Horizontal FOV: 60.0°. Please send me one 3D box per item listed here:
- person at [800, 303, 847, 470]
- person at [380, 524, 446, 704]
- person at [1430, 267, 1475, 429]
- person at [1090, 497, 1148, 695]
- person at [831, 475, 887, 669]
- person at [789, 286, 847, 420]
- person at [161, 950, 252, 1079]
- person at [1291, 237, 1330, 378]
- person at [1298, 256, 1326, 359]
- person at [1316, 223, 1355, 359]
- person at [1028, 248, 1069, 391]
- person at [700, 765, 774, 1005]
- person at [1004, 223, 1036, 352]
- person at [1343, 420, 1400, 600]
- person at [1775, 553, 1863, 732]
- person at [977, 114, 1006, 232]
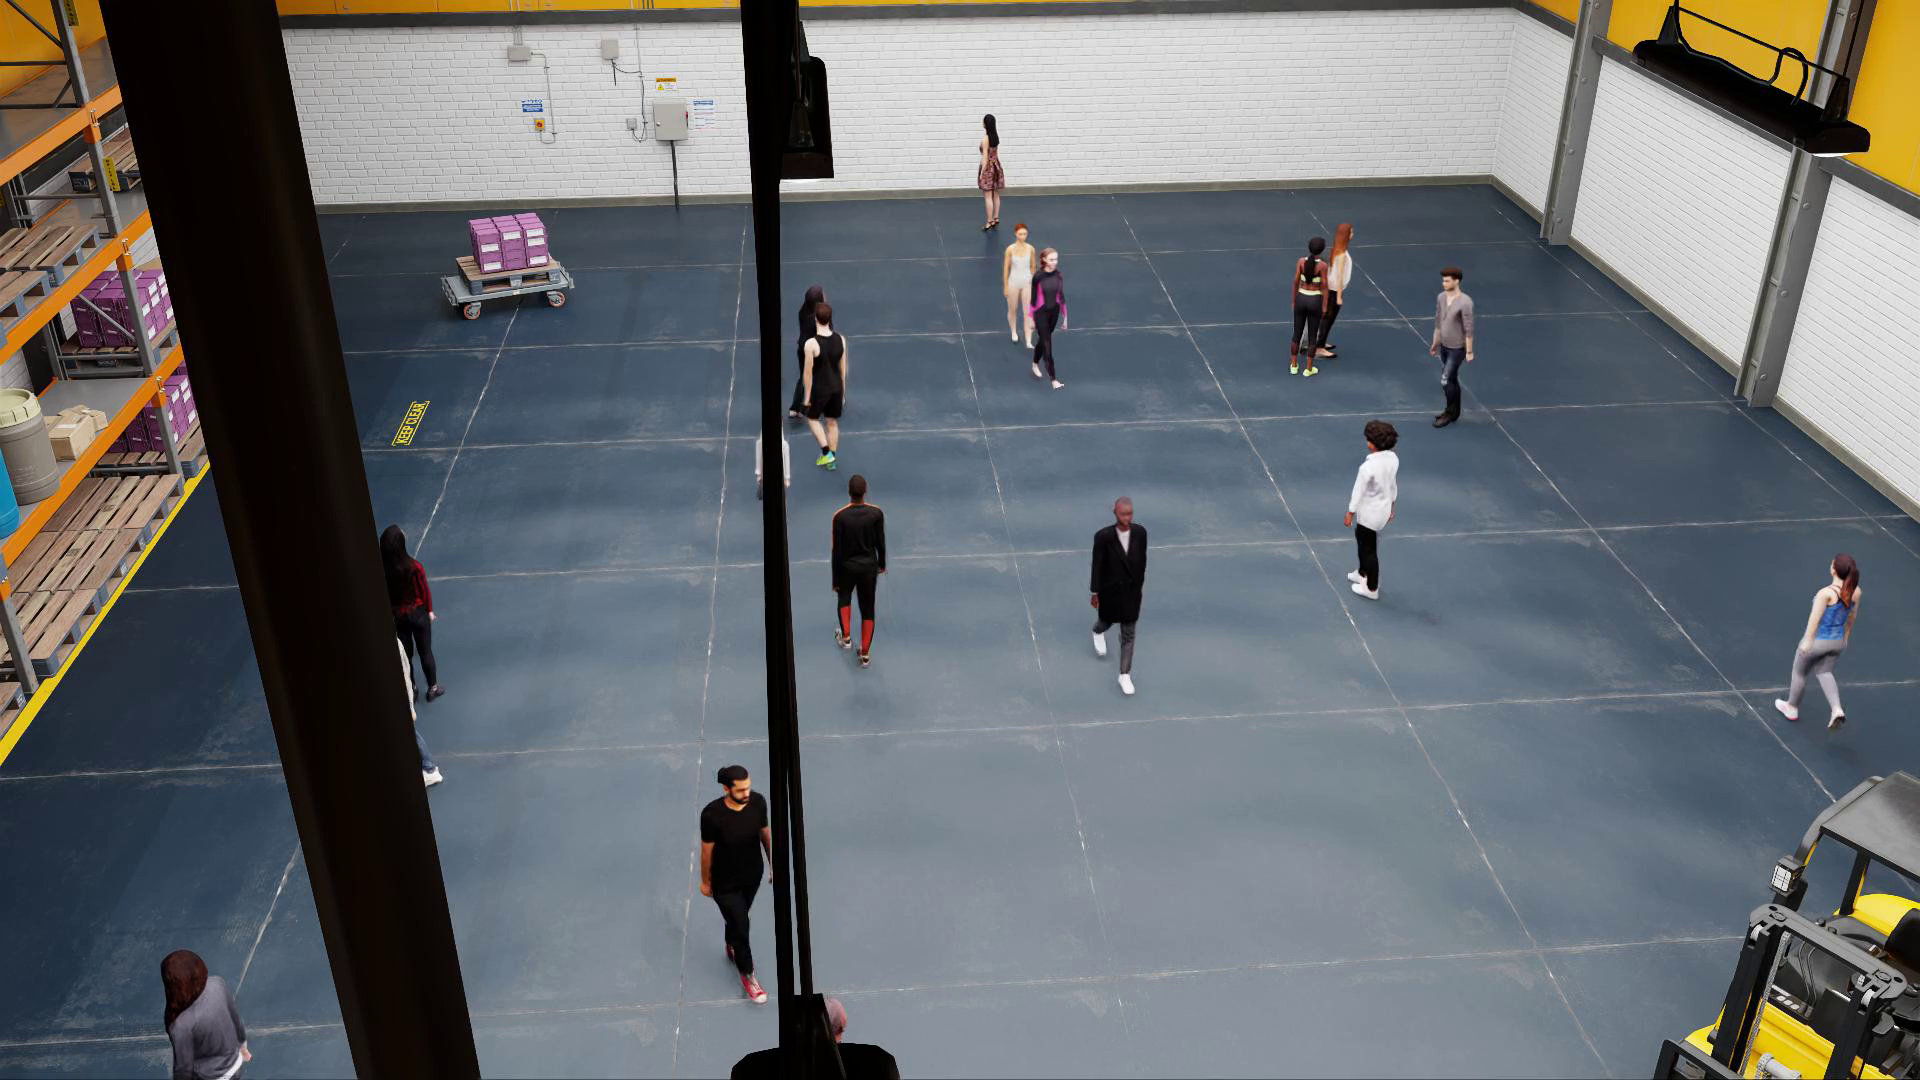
[{"bbox_3d":[-1.418,-1.600,17.880,0.820,1.879,0.828,-17,33,-29],"label":"person"},{"bbox_3d":[-4.650,0.633,14.017,0.601,1.658,0.530,0,29,0],"label":"person"},{"bbox_3d":[5.714,-2.218,19.017,0.830,1.875,0.739,-11,31,-20],"label":"person"},{"bbox_3d":[1.349,0.397,14.371,0.724,1.733,1.145,-5,29,-9],"label":"person"},{"bbox_3d":[-0.872,0.304,14.481,0.754,1.791,0.890,-7,29,-13],"label":"person"},{"bbox_3d":[-1.729,-2.109,19.122,1.075,1.584,1.173,19,34,31],"label":"person"},{"bbox_3d":[-4.163,3.051,9.490,0.815,1.747,0.909,3,29,6],"label":"person"},{"bbox_3d":[4.258,-2.862,20.323,0.667,1.755,0.691,11,31,19],"label":"person"},{"bbox_3d":[4.431,-2.935,20.926,0.604,1.306,0.532,-24,37,-37],"label":"person"},{"bbox_3d":[4.686,-3.136,20.865,0.687,1.716,0.539,3,29,6],"label":"person"},{"bbox_3d":[1.007,-2.705,20.092,0.844,1.701,1.214,-12,31,-21],"label":"person"},{"bbox_3d":[-1.537,2.187,11.087,0.913,1.736,1.017,-21,35,-33],"label":"person"},{"bbox_3d":[0.738,-3.256,21.199,0.596,1.607,1.000,-4,29,-7],"label":"person"},{"bbox_3d":[3.914,-0.245,15.485,0.786,1.794,0.832,-22,35,-34],"label":"person"},{"bbox_3d":[7.128,0.870,13.648,0.628,1.595,0.908,-6,29,-11],"label":"person"},{"bbox_3d":[0.446,-5.593,25.311,0.865,1.773,0.794,17,33,29],"label":"person"}]
